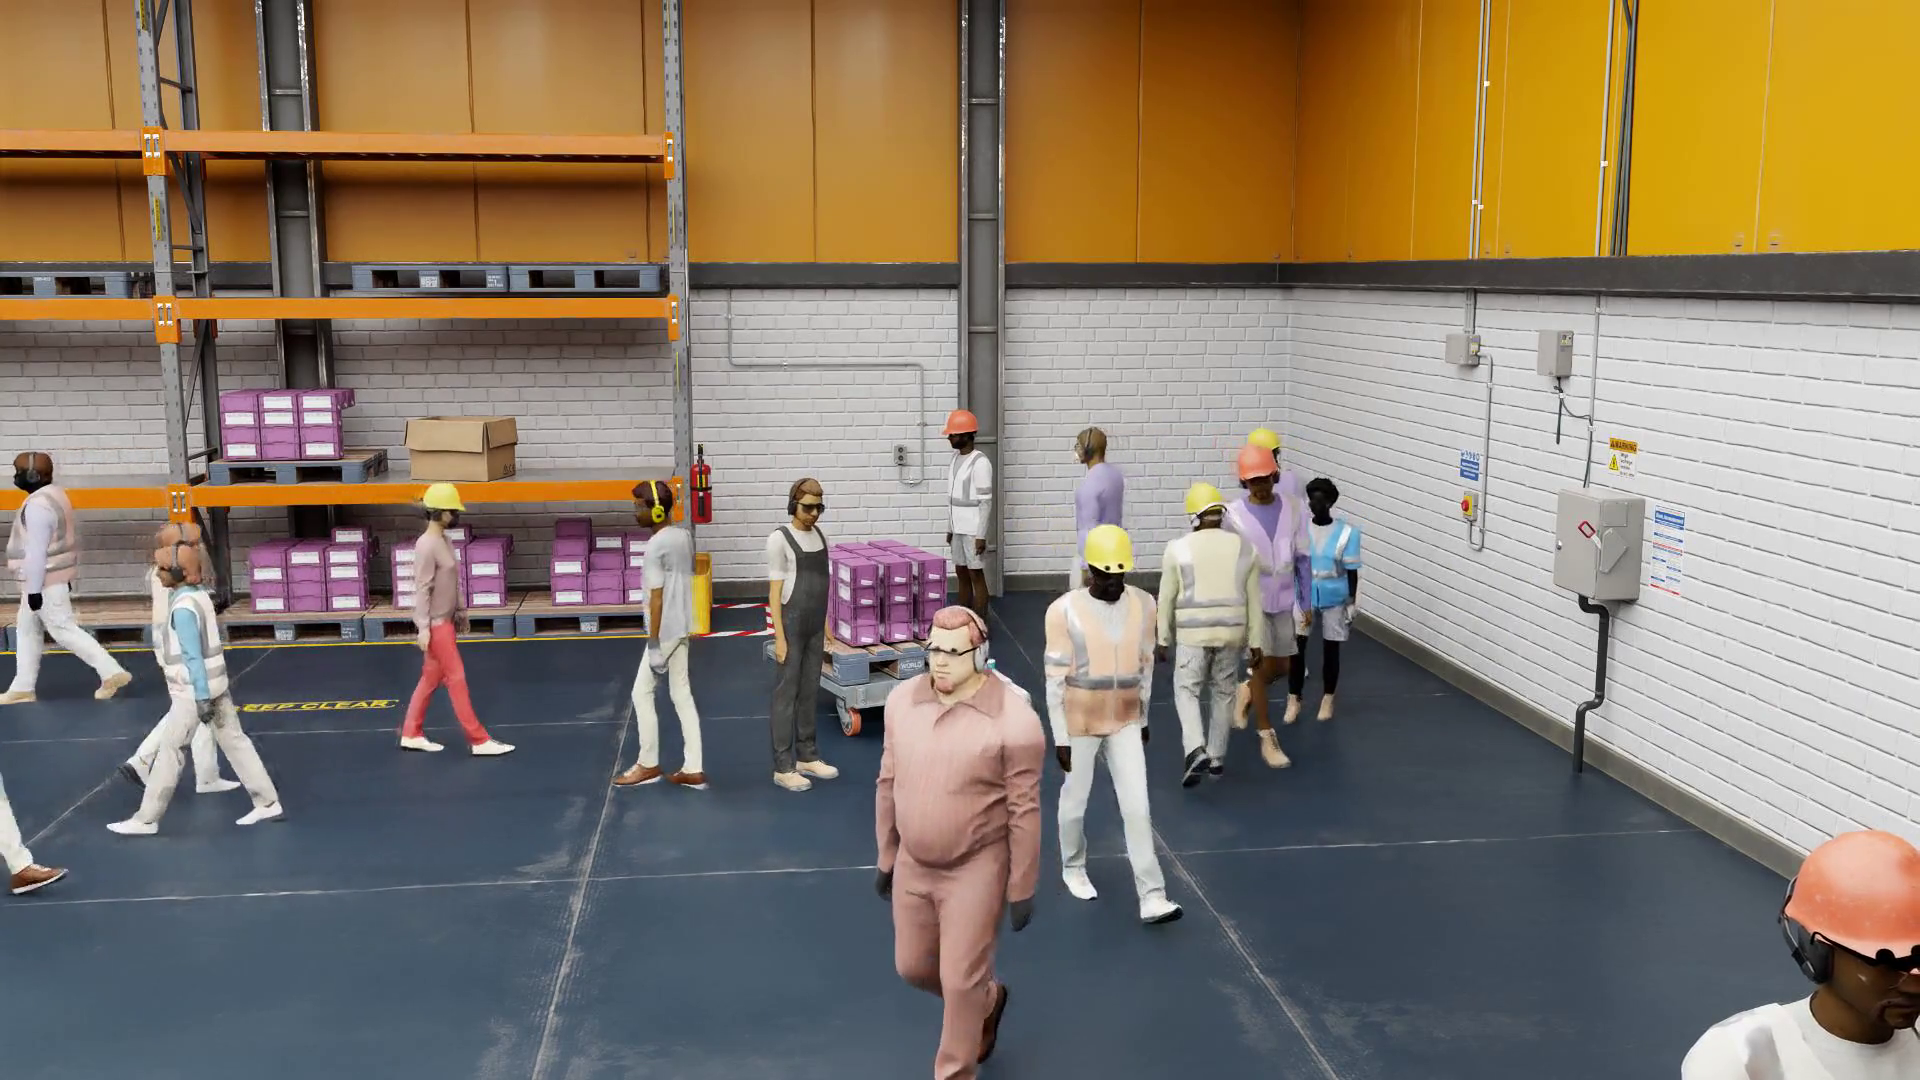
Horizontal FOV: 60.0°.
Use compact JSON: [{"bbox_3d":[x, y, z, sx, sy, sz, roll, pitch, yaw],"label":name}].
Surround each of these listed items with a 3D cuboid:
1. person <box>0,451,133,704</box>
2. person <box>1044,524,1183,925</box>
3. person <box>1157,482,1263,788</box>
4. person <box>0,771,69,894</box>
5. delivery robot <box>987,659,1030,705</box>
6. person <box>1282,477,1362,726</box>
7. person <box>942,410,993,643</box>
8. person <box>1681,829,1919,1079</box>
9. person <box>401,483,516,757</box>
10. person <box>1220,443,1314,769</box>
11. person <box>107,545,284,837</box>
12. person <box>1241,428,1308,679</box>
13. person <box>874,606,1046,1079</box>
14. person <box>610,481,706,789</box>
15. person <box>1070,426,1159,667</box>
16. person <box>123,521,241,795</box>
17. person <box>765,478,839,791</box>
[{"bbox_3d":[-6.364,0.266,11.698,0.901,1.812,0.633,-3,10,-19],"label":"person"},{"bbox_3d":[0.702,0.861,7.762,0.599,1.869,0.976,-3,10,-19],"label":"person"},{"bbox_3d":[1.487,0.577,9.804,0.628,1.801,0.700,0,9,-2],"label":"person"},{"bbox_3d":[-4.827,0.847,8.021,0.935,1.815,0.503,4,10,23],"label":"person"},{"bbox_3d":[0.176,1.007,10.664,0.477,0.478,0.707,-3,10,-21],"label":"delivery robot"},{"bbox_3d":[2.397,0.426,11.111,0.538,1.675,0.632,3,10,20],"label":"person"},{"bbox_3d":[0.044,-0.098,13.571,0.376,1.933,0.545,-5,10,-28],"label":"person"},{"bbox_3d":[1.622,1.524,3.100,0.608,2.044,0.370,-3,9,-15],"label":"person"},{"bbox_3d":[-3.203,0.503,10.427,0.748,1.729,0.546,-1,9,-4],"label":"person"},{"bbox_3d":[1.861,0.372,10.397,0.642,2.013,0.767,-2,9,-13],"label":"person"},{"bbox_3d":[-4.139,0.809,8.984,0.883,1.585,0.531,-2,9,-12],"label":"person"},{"bbox_3d":[2.296,0.119,12.353,0.637,1.888,0.466,-6,11,-32],"label":"person"},{"bbox_3d":[0.002,1.145,5.935,0.655,1.888,0.713,6,11,32],"label":"person"},{"bbox_3d":[-1.744,0.555,9.785,0.559,1.841,0.618,3,10,18],"label":"person"},{"bbox_3d":[1.075,0.118,12.249,0.715,1.917,0.636,5,10,27],"label":"person"},{"bbox_3d":[-4.501,0.699,9.562,0.527,1.622,0.514,8,12,42],"label":"person"},{"bbox_3d":[-0.933,0.545,9.848,0.343,1.840,0.507,6,11,32],"label":"person"}]
